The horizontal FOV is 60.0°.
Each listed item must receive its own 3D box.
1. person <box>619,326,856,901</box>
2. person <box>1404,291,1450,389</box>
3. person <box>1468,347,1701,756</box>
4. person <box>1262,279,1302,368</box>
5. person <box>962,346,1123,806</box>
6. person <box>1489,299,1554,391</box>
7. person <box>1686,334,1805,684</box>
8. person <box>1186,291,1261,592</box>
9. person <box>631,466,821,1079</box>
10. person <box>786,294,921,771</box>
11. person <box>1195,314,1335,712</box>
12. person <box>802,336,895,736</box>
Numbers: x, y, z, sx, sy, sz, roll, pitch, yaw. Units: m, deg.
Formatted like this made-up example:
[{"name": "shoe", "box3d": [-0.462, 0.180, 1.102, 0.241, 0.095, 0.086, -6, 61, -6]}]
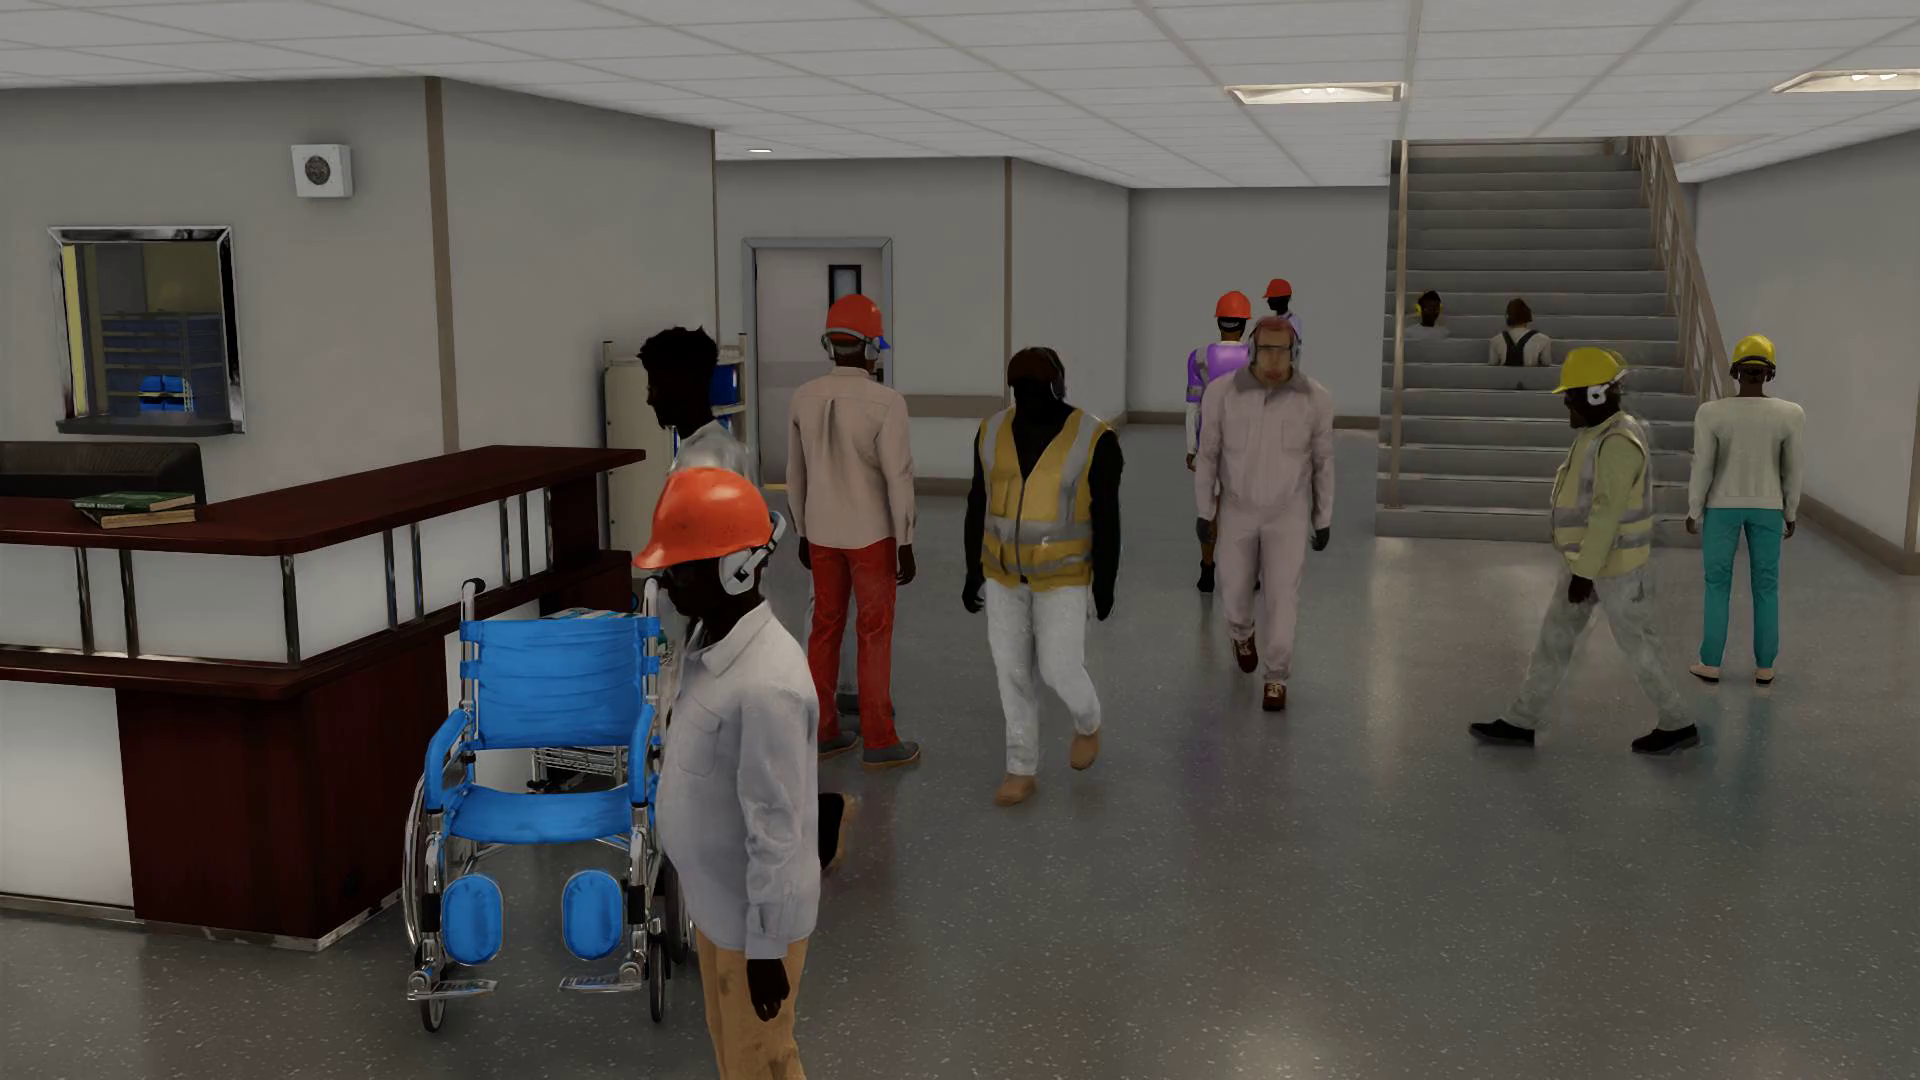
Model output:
[{"name": "person", "box3d": [-0.775, 0.263, 5.492, 0.764, 1.934, 0.643, -1, 10, -7]}, {"name": "person", "box3d": [4.271, -1.332, 15.140, 0.517, 1.841, 0.798, 0, 10, -2]}, {"name": "person", "box3d": [2.772, 0.063, 7.160, 0.961, 1.771, 0.608, 1, 10, 4]}, {"name": "person", "box3d": [3.255, -1.691, 16.978, 0.368, 1.933, 0.552, -3, 10, -15]}, {"name": "person", "box3d": [0.338, 0.133, 6.622, 0.630, 1.815, 0.539, 5, 11, 26]}, {"name": "person", "box3d": [4.923, -1.210, 14.603, 0.534, 1.775, 0.969, 7, 12, 35]}, {"name": "person", "box3d": [3.961, -0.154, 8.427, 0.532, 1.767, 0.328, 2, 10, 12]}, {"name": "person", "box3d": [1.727, -0.626, 10.698, 0.550, 1.935, 0.376, 2, 10, 13]}, {"name": "person", "box3d": [-0.470, 0.714, 3.380, 0.352, 1.743, 0.564, -4, 10, -21]}, {"name": "person", "box3d": [-0.439, -0.028, 7.004, 0.623, 1.993, 0.385, 6, 12, 33]}, {"name": "person", "box3d": [1.484, -0.163, 8.114, 0.669, 1.886, 0.702, 2, 10, 12]}, {"name": "person", "box3d": [-0.496, -0.082, 7.523, 0.421, 1.939, 0.600, 4, 11, 24]}]
